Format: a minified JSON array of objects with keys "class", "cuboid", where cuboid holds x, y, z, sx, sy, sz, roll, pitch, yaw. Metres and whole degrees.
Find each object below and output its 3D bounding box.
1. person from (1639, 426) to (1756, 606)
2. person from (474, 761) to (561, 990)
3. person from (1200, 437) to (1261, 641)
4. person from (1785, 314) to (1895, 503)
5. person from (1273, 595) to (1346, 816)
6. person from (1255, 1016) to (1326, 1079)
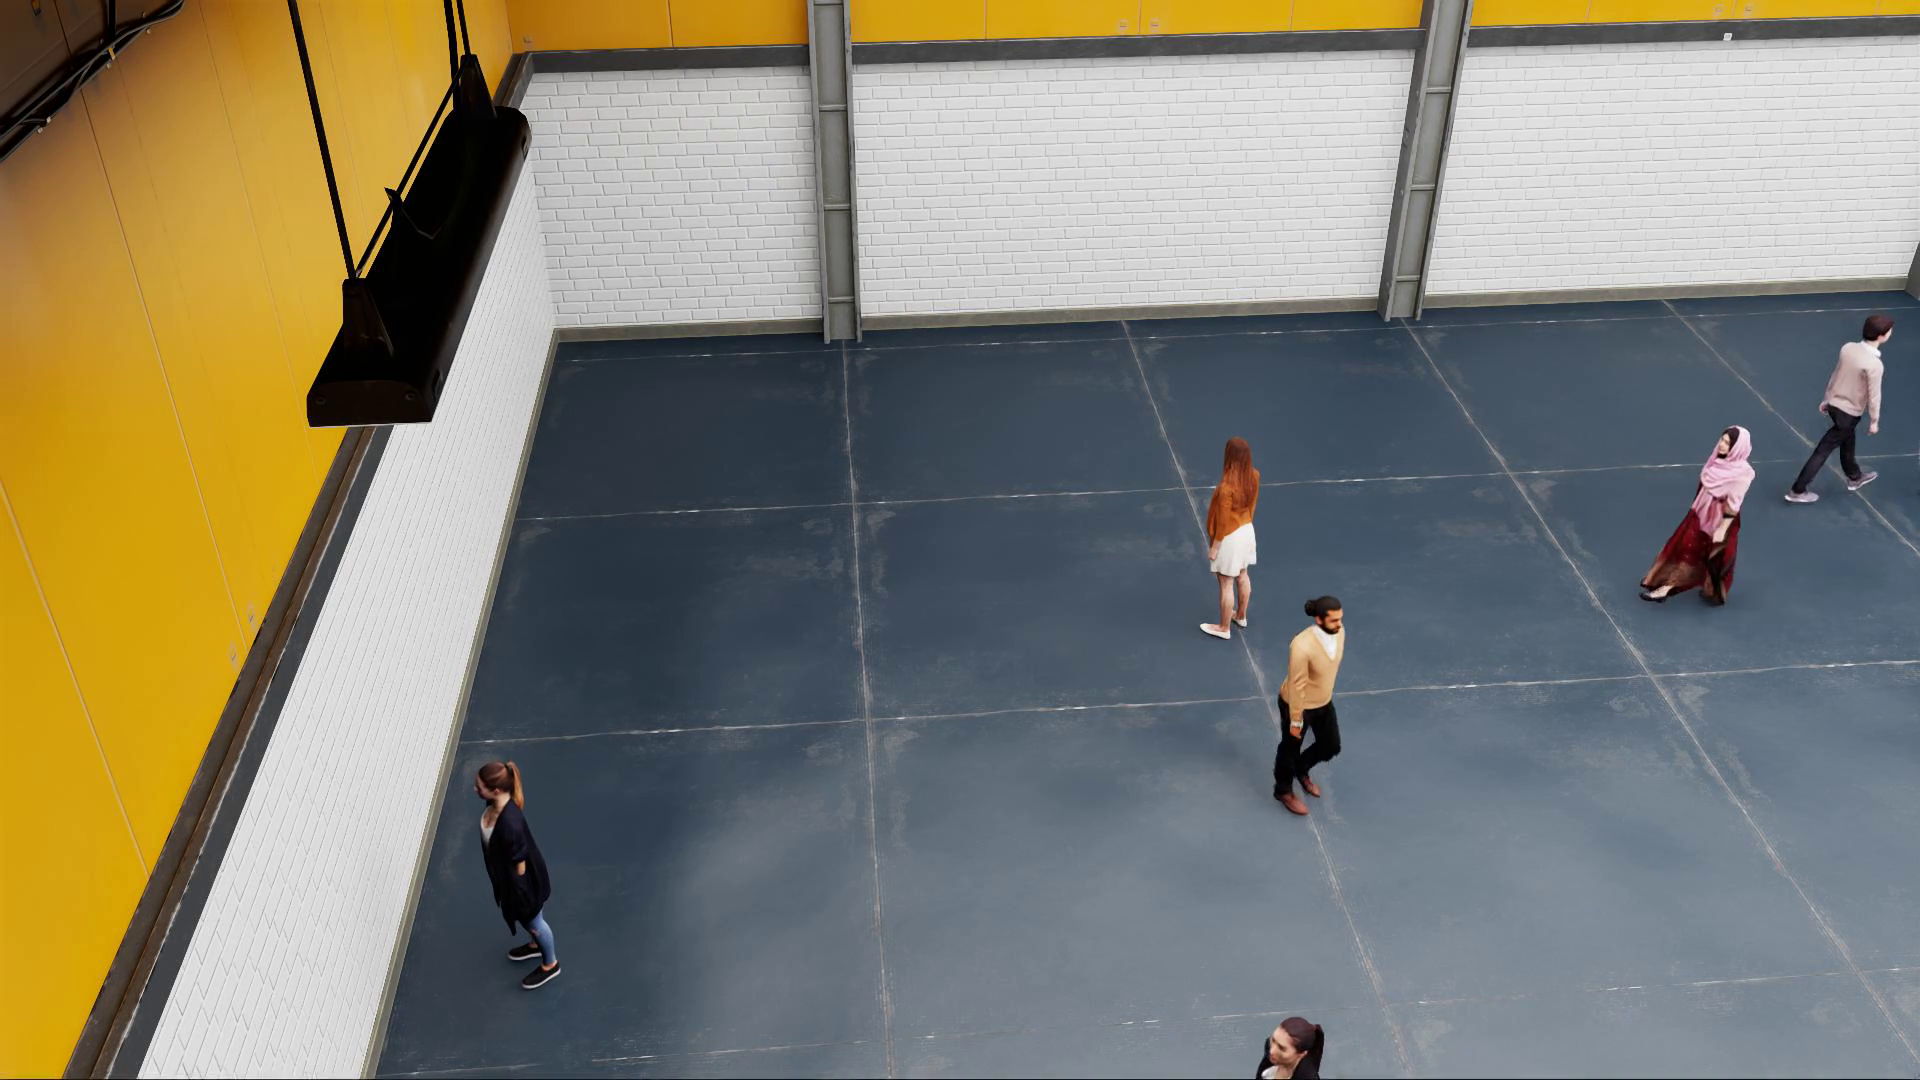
[{"class":"person","cuboid":[6.005,-0.173,13.102,1.118,1.614,0.771,-9,35,-13]},{"class":"person","cuboid":[-2.613,1.959,9.833,0.692,1.683,0.708,-16,37,-23]},{"class":"person","cuboid":[2.106,-0.015,12.770,0.699,1.720,0.778,-28,43,-36]},{"class":"person","cuboid":[7.552,-1.089,14.338,1.096,1.771,0.650,-4,34,-6]},{"class":"person","cuboid":[2.265,1.059,11.131,0.736,1.744,0.837,-22,39,-29]},{"class":"person","cuboid":[1.680,2.965,8.353,0.944,1.644,0.765,-14,36,-19]}]
